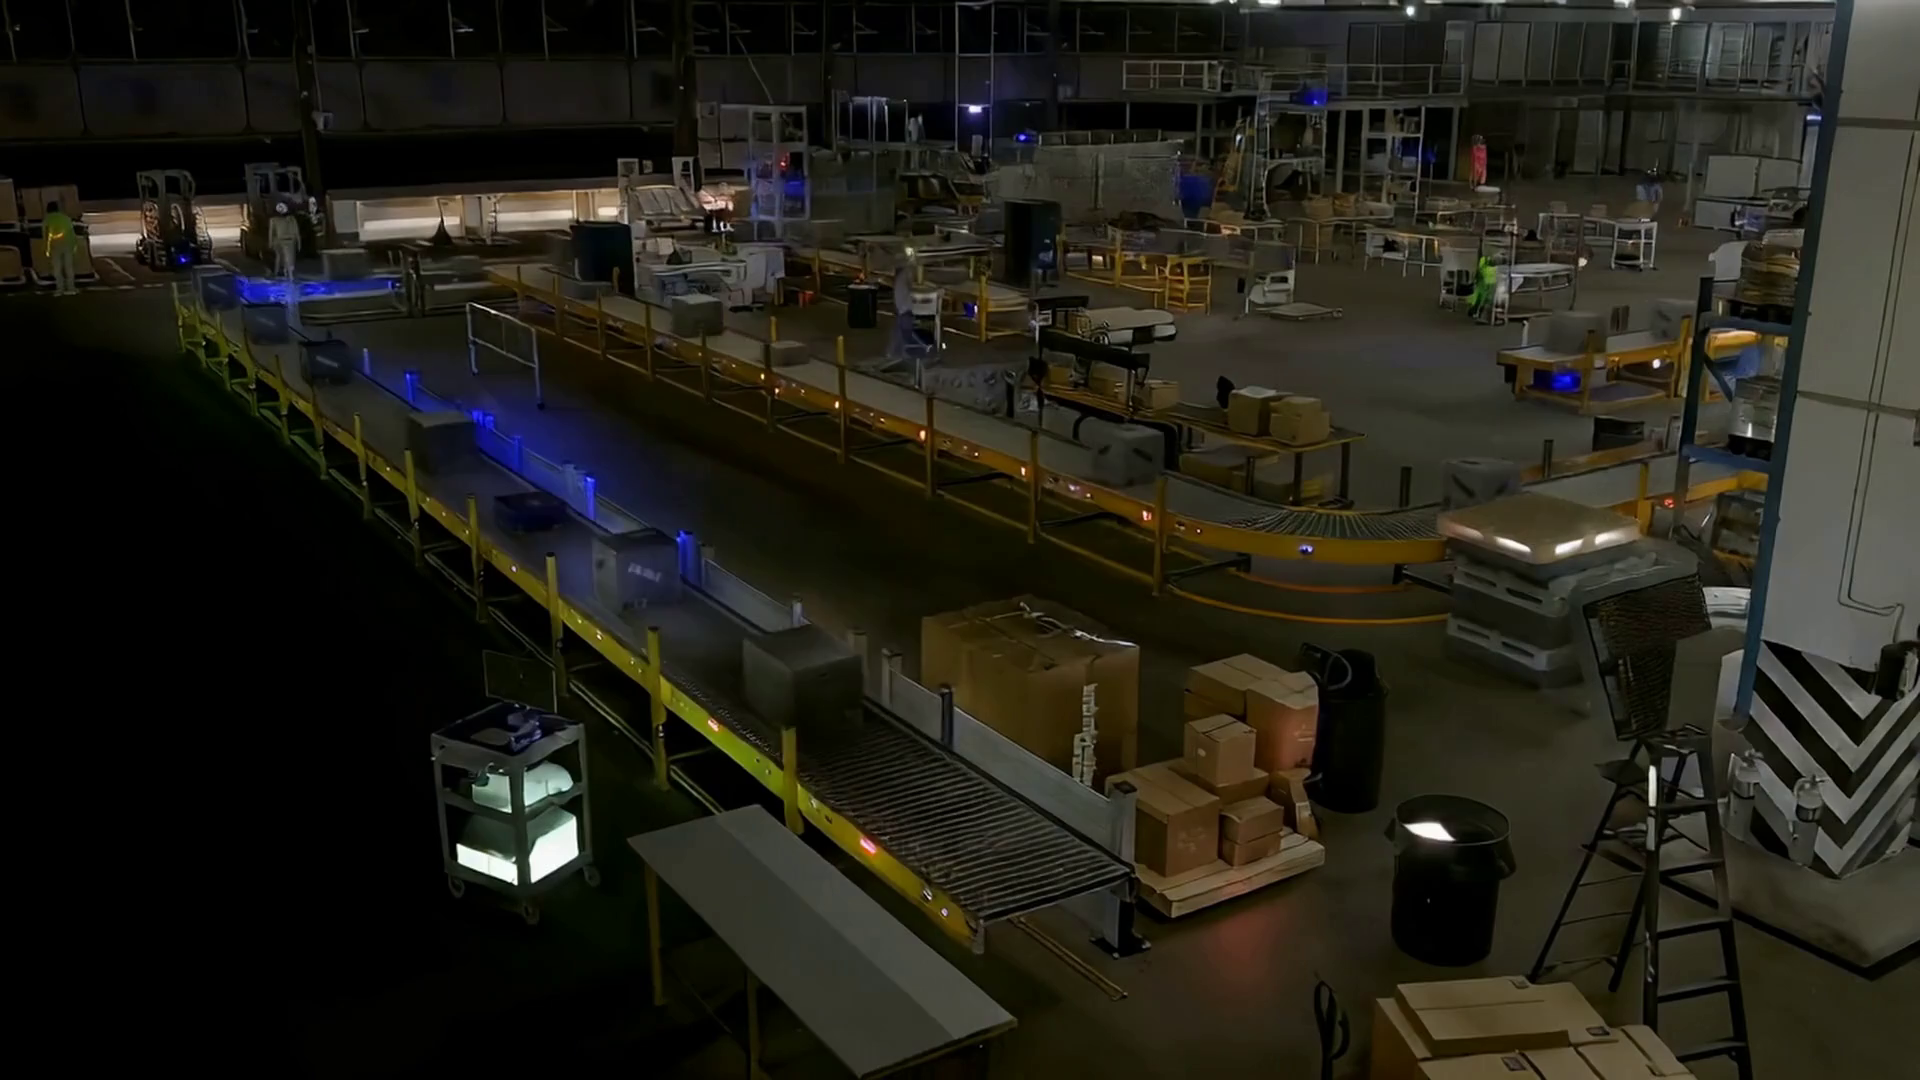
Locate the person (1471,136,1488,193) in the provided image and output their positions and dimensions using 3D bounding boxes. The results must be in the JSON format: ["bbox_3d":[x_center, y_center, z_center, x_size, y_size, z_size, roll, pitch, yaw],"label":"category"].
[{"bbox_3d":[17.455,-12.608,55.869,0.584,1.882,0.337,-6,18,-18],"label":"person"}]

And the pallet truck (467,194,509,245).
[{"bbox_3d":[-11.983,-8.177,42.137,0.704,1.261,1.522,-11,20,-33],"label":"pallet truck"}]

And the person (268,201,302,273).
[{"bbox_3d":[-13.862,-6.041,34.138,0.610,1.810,0.469,1,17,4],"label":"person"}]

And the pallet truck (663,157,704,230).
[{"bbox_3d":[-7.586,-9.308,44.692,0.823,1.965,1.885,-11,20,-33],"label":"pallet truck"}]

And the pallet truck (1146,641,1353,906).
[{"bbox_3d":[1.664,1.407,10.232,1.630,1.274,0.653,-10,20,-31],"label":"pallet truck"}]

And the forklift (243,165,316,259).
[{"bbox_3d":[-15.898,-7.669,38.708,1.157,1.987,2.680,-11,20,-33],"label":"forklift"}]

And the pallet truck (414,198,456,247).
[{"bbox_3d":[-13.250,-8.060,41.856,0.680,1.201,1.601,-10,20,-31],"label":"pallet truck"}]

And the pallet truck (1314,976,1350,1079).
[{"bbox_3d":[2.299,2.390,7.086,1.601,1.201,0.680,-2,17,-7],"label":"pallet truck"}]

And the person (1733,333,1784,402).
[{"bbox_3d":[9.353,-1.638,19.527,0.646,1.792,0.404,-5,17,-16],"label":"person"}]

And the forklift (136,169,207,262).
[{"bbox_3d":[-17.842,-7.318,37.559,1.157,1.987,2.680,-10,20,-31],"label":"forklift"}]

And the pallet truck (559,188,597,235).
[{"bbox_3d":[-10.010,-8.652,43.699,0.653,1.274,1.630,-10,20,-31],"label":"pallet truck"}]

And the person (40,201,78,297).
[{"bbox_3d":[-18.047,-5.833,33.310,0.397,1.900,0.657,13,21,36],"label":"person"}]

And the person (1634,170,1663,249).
[{"bbox_3d":[16.553,-7.904,40.027,0.622,2.003,1.026,1,17,4],"label":"person"}]

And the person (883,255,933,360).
[{"bbox_3d":[-0.848,-3.650,26.343,0.858,1.721,0.528,4,17,13],"label":"person"}]

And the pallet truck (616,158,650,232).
[{"bbox_3d":[-8.918,-9.176,44.255,0.823,1.965,1.885,-9,19,-27],"label":"pallet truck"}]
